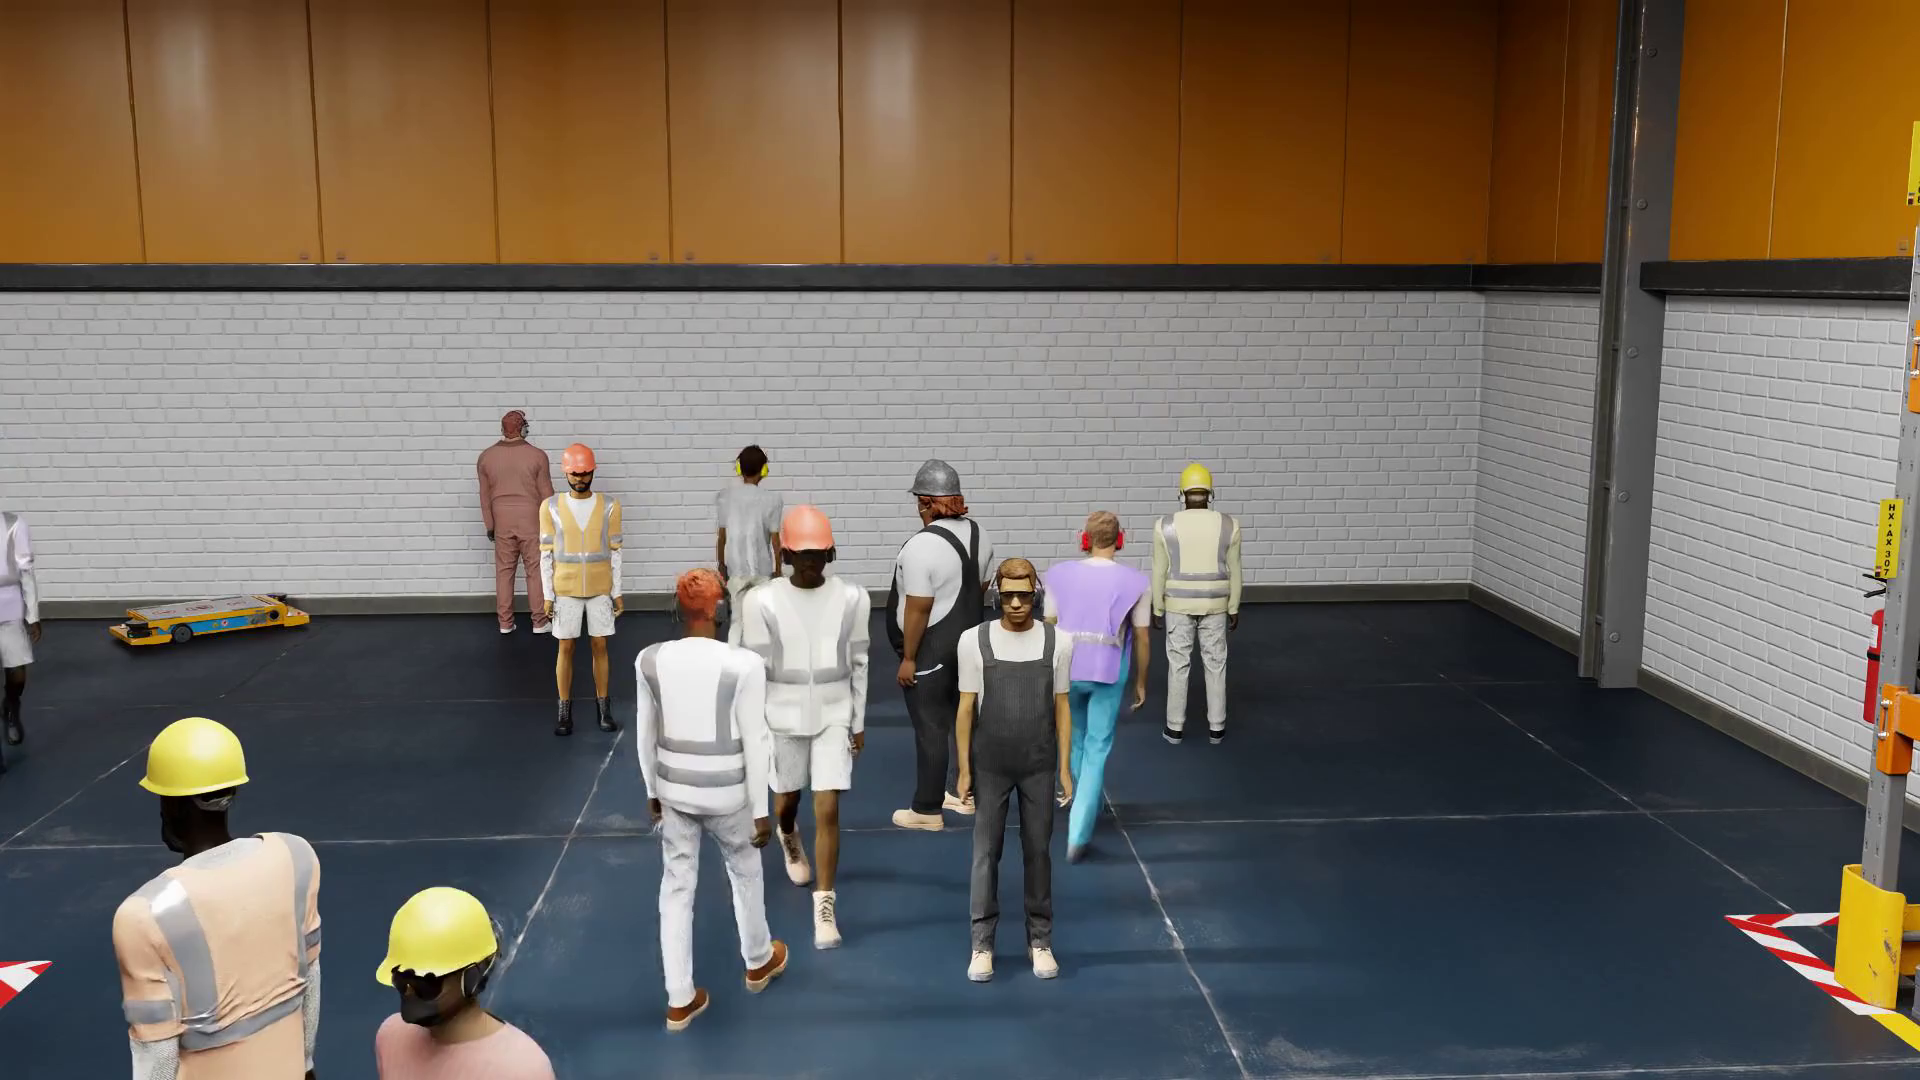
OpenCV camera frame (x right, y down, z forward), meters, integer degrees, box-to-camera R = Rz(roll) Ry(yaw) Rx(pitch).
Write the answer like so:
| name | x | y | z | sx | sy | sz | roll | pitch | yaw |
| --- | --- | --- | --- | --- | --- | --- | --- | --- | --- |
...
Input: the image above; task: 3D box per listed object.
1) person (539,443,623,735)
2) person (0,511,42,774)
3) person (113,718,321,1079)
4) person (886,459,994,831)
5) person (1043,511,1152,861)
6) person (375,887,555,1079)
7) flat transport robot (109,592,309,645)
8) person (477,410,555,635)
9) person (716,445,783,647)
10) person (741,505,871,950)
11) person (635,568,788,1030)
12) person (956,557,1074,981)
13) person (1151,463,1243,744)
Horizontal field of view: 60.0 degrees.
| name | x | y | z | sx | sy | sz | roll | pitch | yaw |
| --- | --- | --- | --- | --- | --- | --- | --- | --- | --- |
| person | -2.494 | 0.323 | 11.011 | 0.542 | 1.938 | 0.358 | -3 | 9 | -17 |
| person | -6.005 | 0.452 | 10.271 | 0.553 | 1.918 | 0.664 | -6 | 11 | -33 |
| person | -1.888 | 1.400 | 4.277 | 0.384 | 1.928 | 0.588 | 4 | 10 | 25 |
| person | -0.155 | 0.564 | 9.176 | 0.538 | 2.000 | 0.682 | 6 | 11 | 34 |
| person | 0.725 | 0.739 | 8.840 | 0.585 | 1.786 | 0.904 | 3 | 10 | 19 |
| person | -1.048 | 1.581 | 3.748 | 0.525 | 1.736 | 0.822 | 5 | 10 | 28 |
| flat transport robot | -6.366 | 0.658 | 14.121 | 1.431 | 0.197 | 0.652 | -8 | 12 | -40 |
| person | -3.709 | -0.141 | 14.024 | 0.643 | 1.909 | 0.410 | 1 | 9 | 6 |
| person | -1.499 | 0.255 | 11.733 | 0.514 | 1.842 | 0.591 | 1 | 9 | 4 |
| person | -0.725 | 0.804 | 7.819 | 0.604 | 2.011 | 0.963 | -2 | 9 | -10 |
| person | -0.999 | 1.019 | 6.891 | 0.614 | 1.855 | 0.815 | 3 | 9 | 16 |
| person | 0.236 | 0.981 | 7.169 | 0.510 | 1.846 | 0.341 | -1 | 9 | -5 |
| person | 1.526 | 0.415 | 10.763 | 0.586 | 1.833 | 0.403 | 0 | 9 | 2 |
